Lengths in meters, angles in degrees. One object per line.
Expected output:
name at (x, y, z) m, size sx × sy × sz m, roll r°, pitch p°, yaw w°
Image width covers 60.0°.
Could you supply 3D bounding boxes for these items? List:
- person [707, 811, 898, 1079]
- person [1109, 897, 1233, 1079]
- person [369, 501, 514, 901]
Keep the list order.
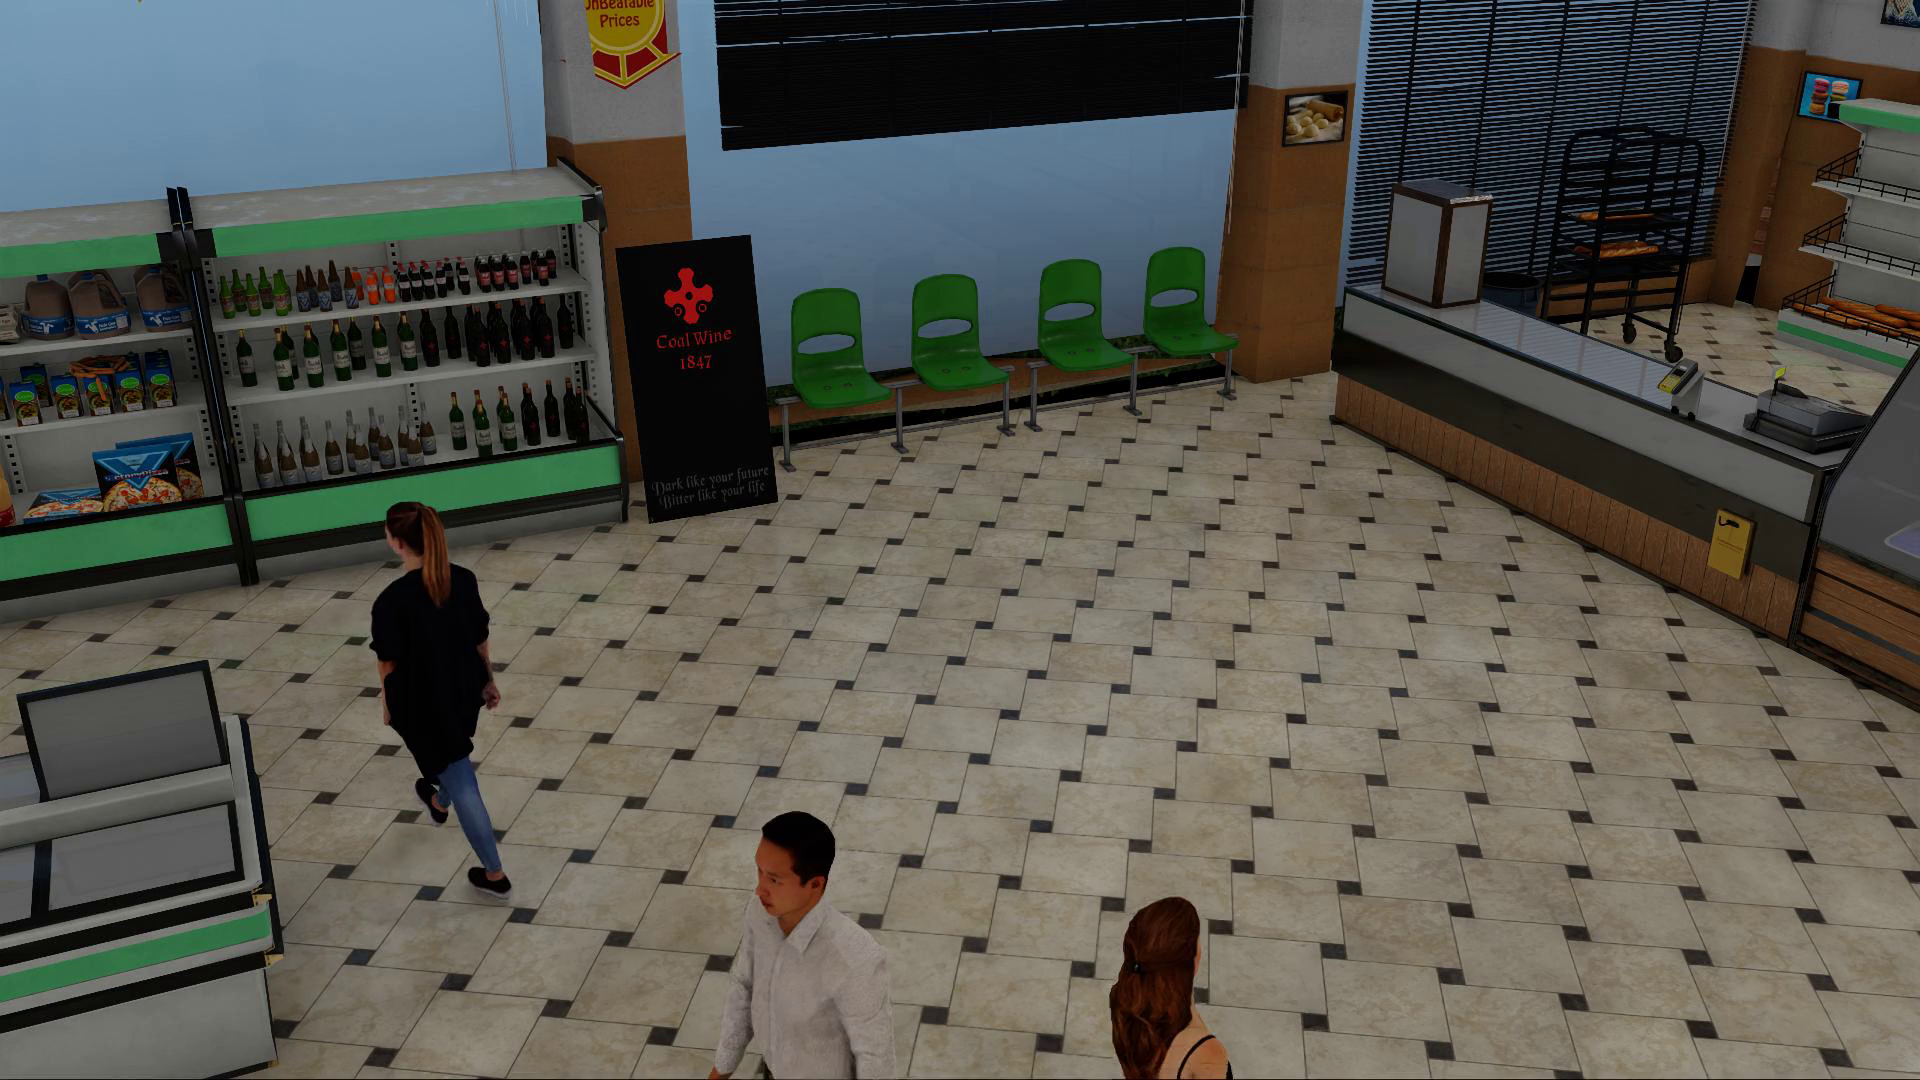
person at (-0.302, 1.482, 4.527) m, size 1.091 × 1.773 × 0.783 m, roll -15°, pitch 28°, yaw -31°
person at (0.452, 1.678, 4.286) m, size 0.632 × 1.608 × 0.631 m, roll -13°, pitch 27°, yaw -27°
person at (-1.977, 0.676, 6.529) m, size 0.964 × 1.644 × 1.090 m, roll 20°, pitch 31°, yaw 38°
